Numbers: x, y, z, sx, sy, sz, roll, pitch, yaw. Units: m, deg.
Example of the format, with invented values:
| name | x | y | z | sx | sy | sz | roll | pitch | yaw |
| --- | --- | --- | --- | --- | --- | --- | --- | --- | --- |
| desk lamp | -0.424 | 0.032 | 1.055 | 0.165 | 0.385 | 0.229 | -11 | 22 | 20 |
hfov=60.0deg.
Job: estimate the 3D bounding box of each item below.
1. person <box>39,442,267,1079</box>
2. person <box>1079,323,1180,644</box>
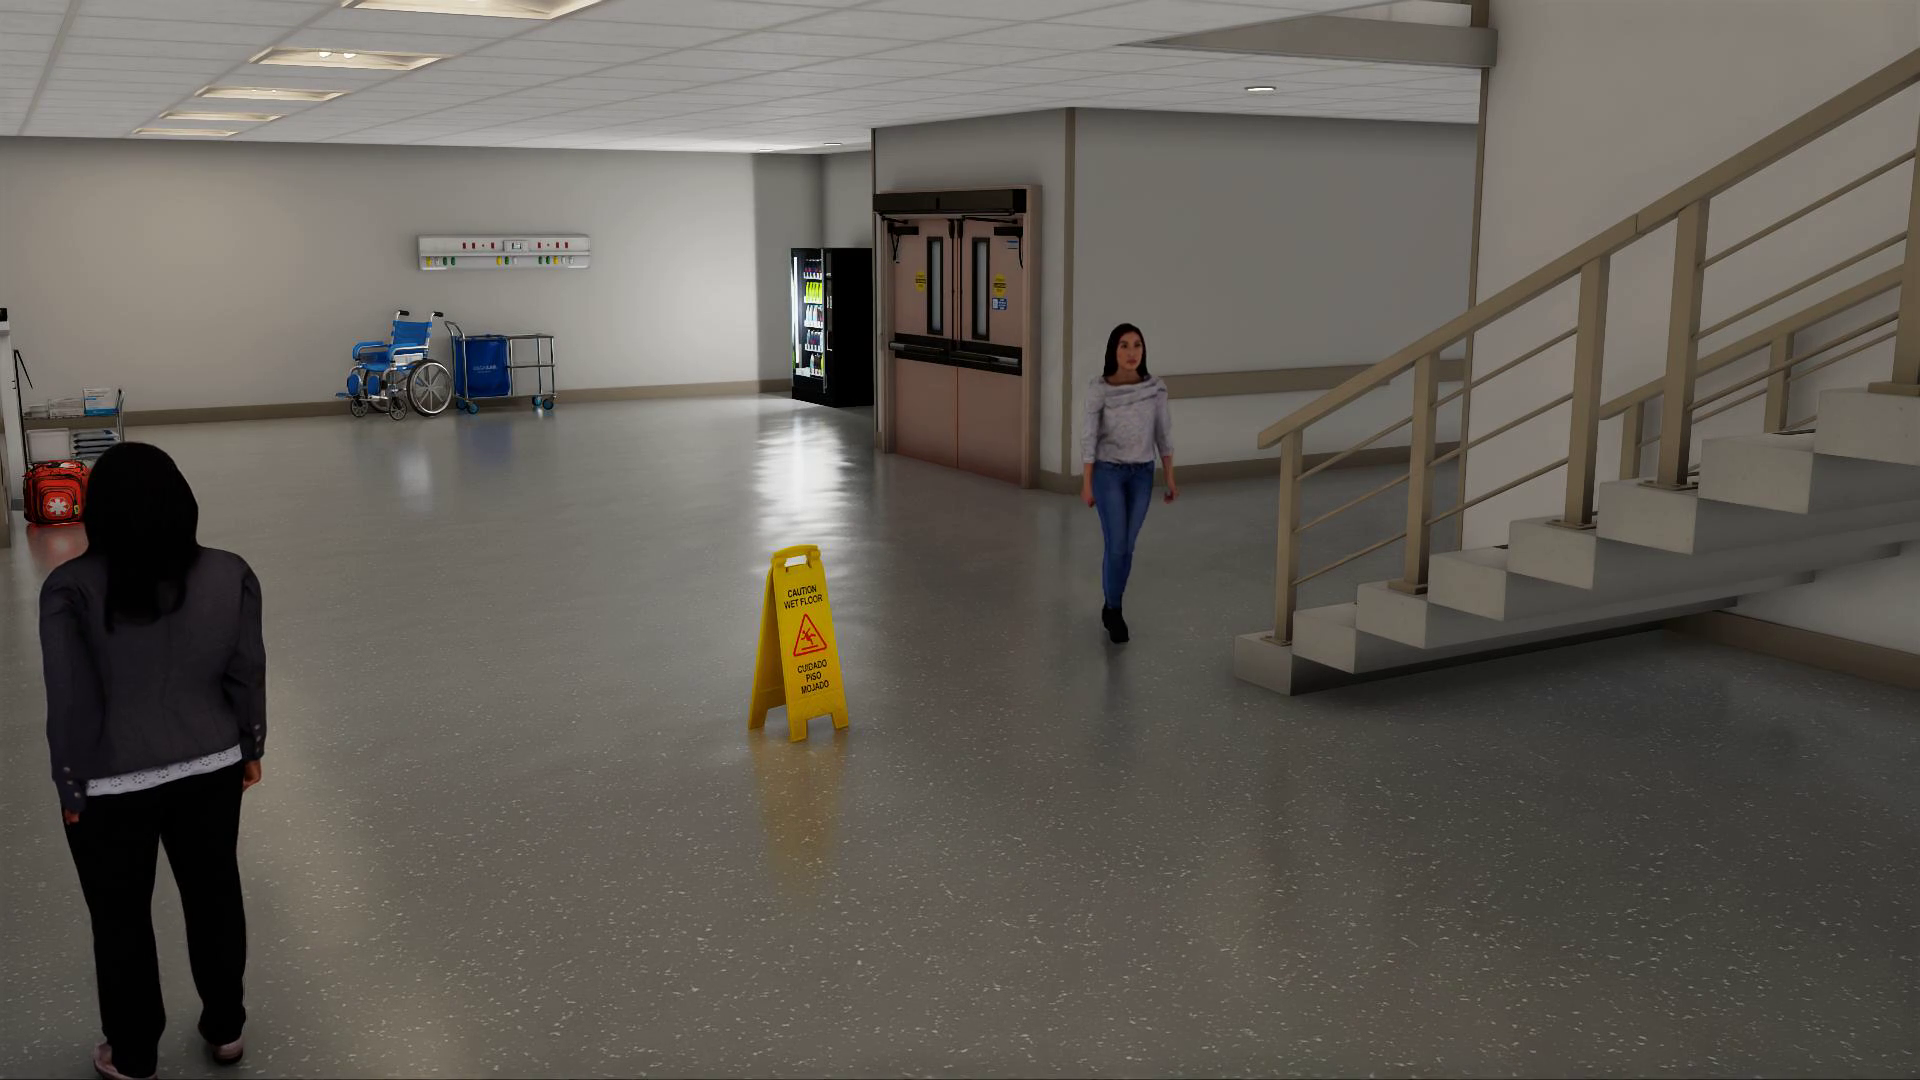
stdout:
| name | x | y | z | sx | sy | sz | roll | pitch | yaw |
| --- | --- | --- | --- | --- | --- | --- | --- | --- | --- |
| person | -1.981 | 0.554 | 4.094 | 0.741 | 1.598 | 0.739 | 11 | 15 | 44 |
| person | 0.809 | -0.301 | 8.559 | 0.681 | 1.613 | 0.821 | -4 | 11 | -21 |
